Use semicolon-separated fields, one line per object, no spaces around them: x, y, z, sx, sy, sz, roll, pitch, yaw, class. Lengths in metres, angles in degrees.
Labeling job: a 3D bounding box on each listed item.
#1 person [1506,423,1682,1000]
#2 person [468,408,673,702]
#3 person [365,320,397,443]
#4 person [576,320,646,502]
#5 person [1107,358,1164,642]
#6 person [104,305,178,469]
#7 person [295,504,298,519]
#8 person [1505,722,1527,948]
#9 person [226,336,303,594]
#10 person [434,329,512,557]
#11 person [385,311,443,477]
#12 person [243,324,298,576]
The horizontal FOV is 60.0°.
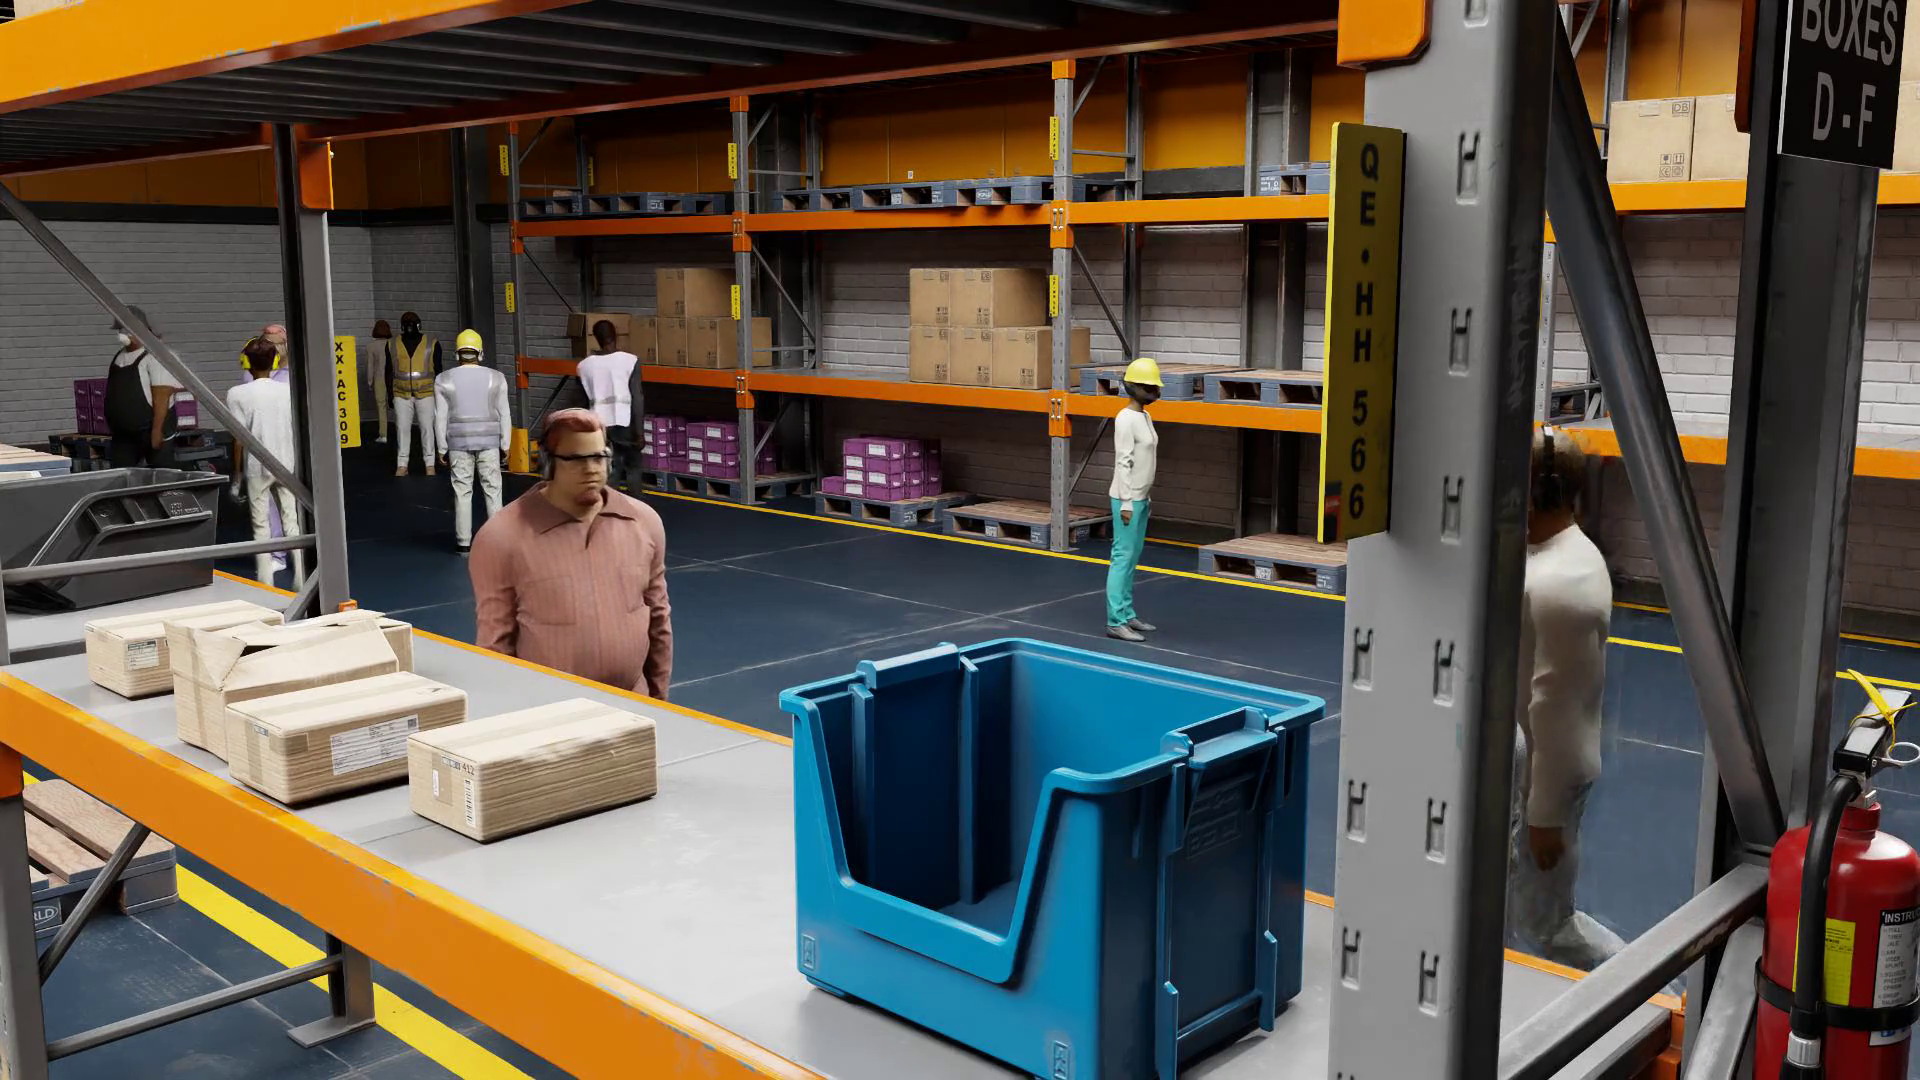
1.637;0.637;4.516;0.855;1.916;0.635;2;9;11;person
-1.175;0.534;5.193;0.637;1.898;0.395;-7;12;-37;person
-7.674;-2.112;22.208;0.501;1.633;0.281;-7;12;-37;person
-2.981;-0.945;14.297;0.632;1.874;0.639;1;9;7;person
1.111;-0.257;10.433;0.327;1.765;0.529;4;10;21;person
-7.020;-0.982;14.036;0.701;2.000;0.870;5;11;29;person
-5.910;-0.880;14.455;0.541;1.698;0.315;-5;10;-27;person
1.002;0.858;3.657;0.289;1.746;0.487;-5;10;-26;person
-4.651;-0.432;11.189;0.532;1.868;0.309;-9;13;-43;person
-3.929;-0.780;13.432;0.601;1.830;0.403;-4;10;-21;person
-6.100;-1.627;18.599;0.624;1.845;0.430;-2;9;-10;person
-5.084;-0.670;12.542;0.668;1.907;0.403;0;9;2;person
